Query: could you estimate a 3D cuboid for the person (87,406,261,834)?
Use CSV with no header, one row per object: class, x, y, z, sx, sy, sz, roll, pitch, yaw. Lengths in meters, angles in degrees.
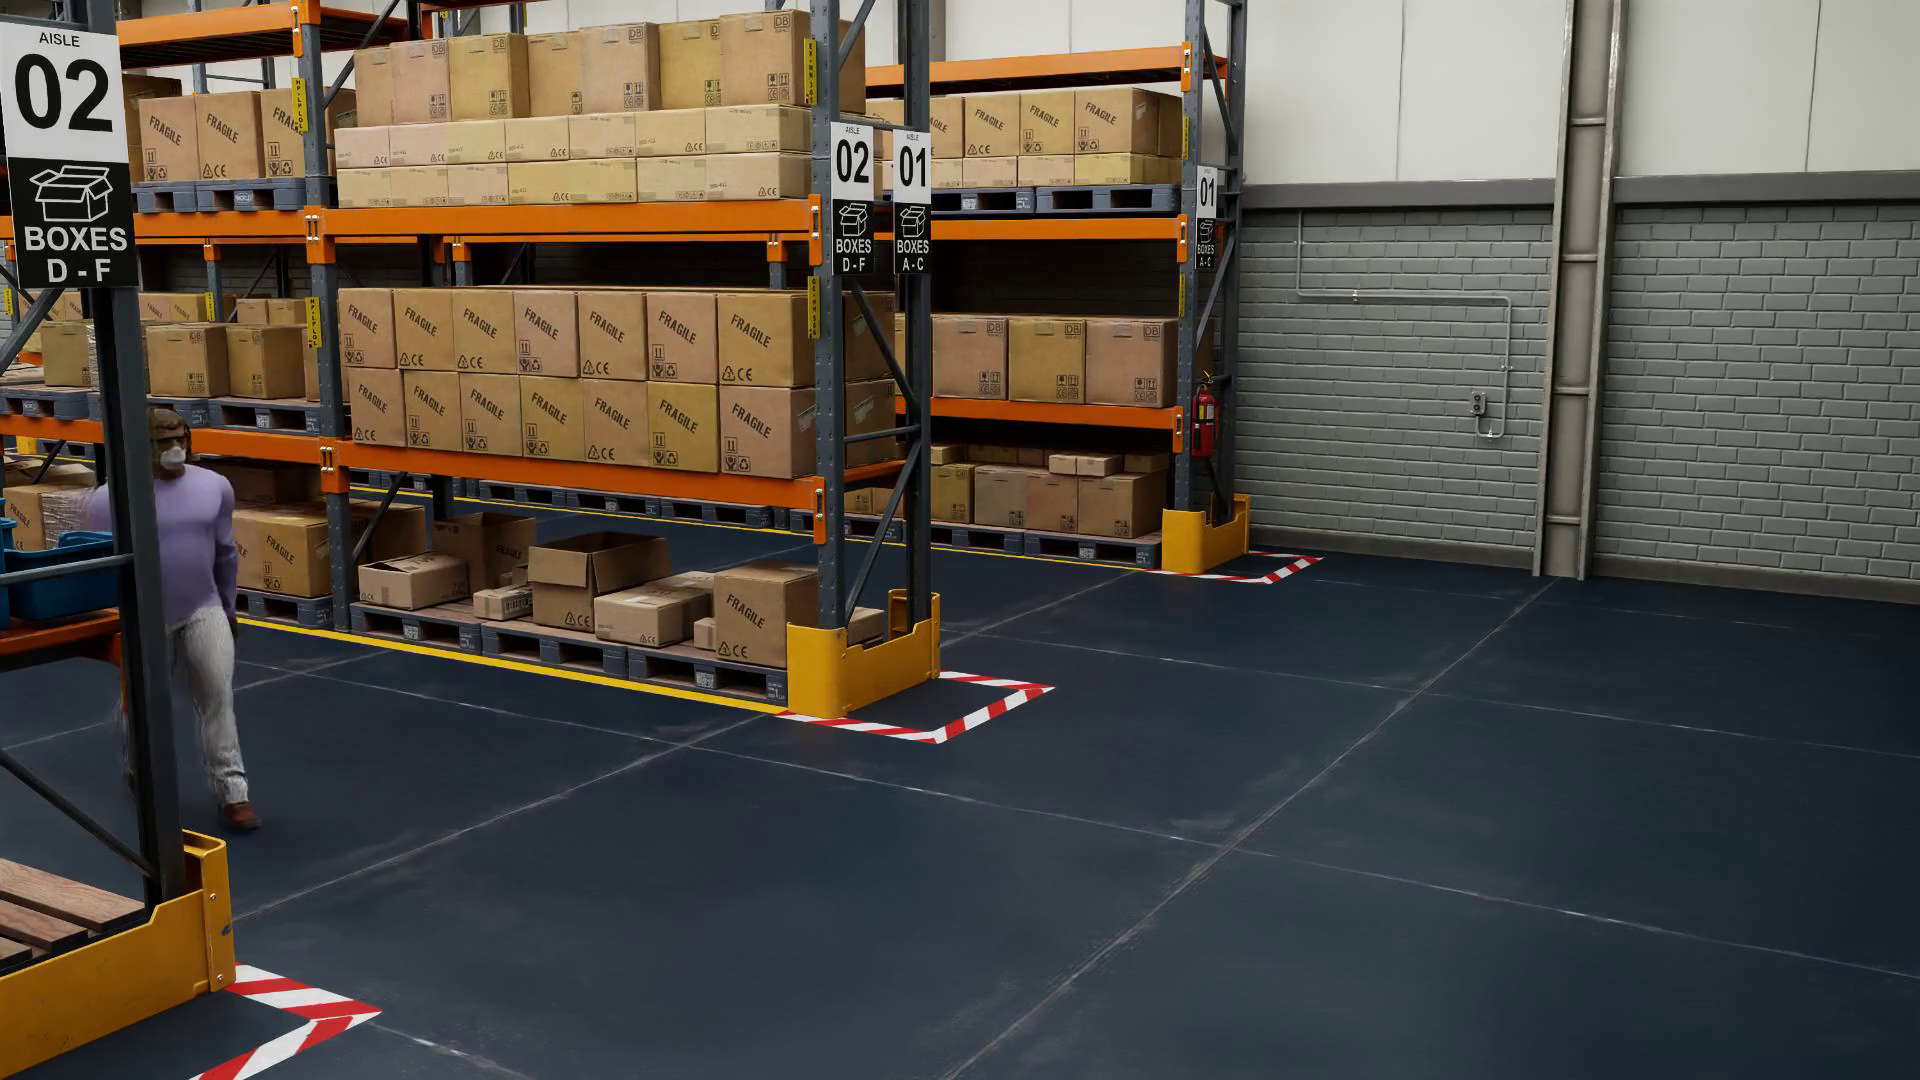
person,-3.542,0.332,7.460,1.038,1.887,0.648,9,14,44
